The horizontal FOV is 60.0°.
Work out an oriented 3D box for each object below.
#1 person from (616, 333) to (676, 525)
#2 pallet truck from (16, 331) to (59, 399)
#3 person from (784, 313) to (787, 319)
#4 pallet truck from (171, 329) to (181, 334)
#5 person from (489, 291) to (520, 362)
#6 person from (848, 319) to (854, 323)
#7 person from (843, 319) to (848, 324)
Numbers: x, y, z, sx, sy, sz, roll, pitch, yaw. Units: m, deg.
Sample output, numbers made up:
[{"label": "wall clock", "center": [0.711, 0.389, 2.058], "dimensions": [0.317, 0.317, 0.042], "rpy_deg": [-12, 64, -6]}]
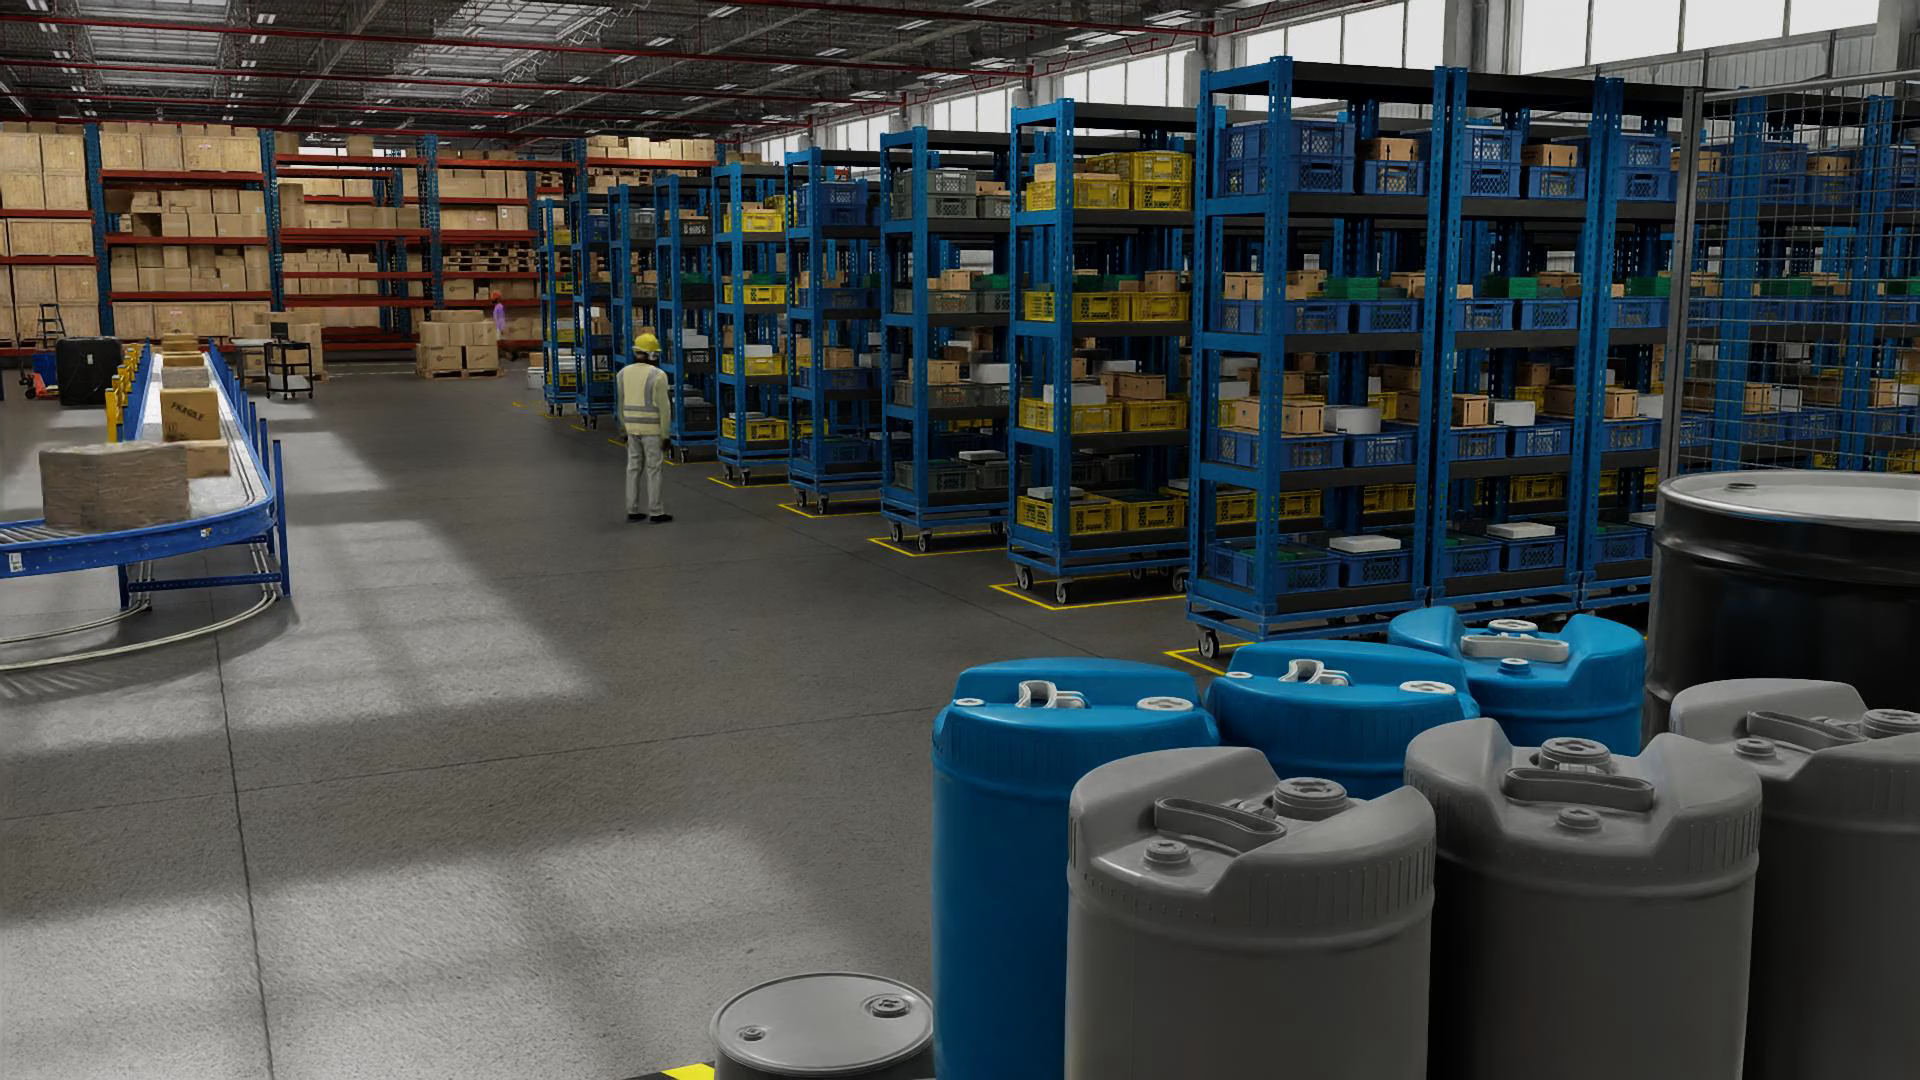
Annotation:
[{"label": "person", "center": [-2.994, -1.062, 15.927], "dimensions": [0.600, 1.827, 0.404], "rpy_deg": [5, 10, 28]}, {"label": "pallet truck", "center": [-17.082, -3.353, 31.781], "dimensions": [1.630, 1.274, 0.653], "rpy_deg": [-4, 10, -25]}, {"label": "person", "center": [-5.023, -6.281, 48.506], "dimensions": [0.317, 1.767, 0.534], "rpy_deg": [-4, 10, -23]}, {"label": "pallet truck", "center": [-17.275, -3.851, 35.096], "dimensions": [1.601, 1.201, 0.680], "rpy_deg": [0, 9, 1]}, {"label": "person", "center": [-12.247, -5.676, 44.359], "dimensions": [0.934, 1.902, 0.556], "rpy_deg": [-4, 10, -24]}, {"label": "person", "center": [-2.941, -6.316, 48.179], "dimensions": [0.603, 1.944, 0.920], "rpy_deg": [8, 12, 41]}, {"label": "person", "center": [-3.495, -6.366, 48.543], "dimensions": [0.638, 1.923, 0.435], "rpy_deg": [8, 12, 43]}]
